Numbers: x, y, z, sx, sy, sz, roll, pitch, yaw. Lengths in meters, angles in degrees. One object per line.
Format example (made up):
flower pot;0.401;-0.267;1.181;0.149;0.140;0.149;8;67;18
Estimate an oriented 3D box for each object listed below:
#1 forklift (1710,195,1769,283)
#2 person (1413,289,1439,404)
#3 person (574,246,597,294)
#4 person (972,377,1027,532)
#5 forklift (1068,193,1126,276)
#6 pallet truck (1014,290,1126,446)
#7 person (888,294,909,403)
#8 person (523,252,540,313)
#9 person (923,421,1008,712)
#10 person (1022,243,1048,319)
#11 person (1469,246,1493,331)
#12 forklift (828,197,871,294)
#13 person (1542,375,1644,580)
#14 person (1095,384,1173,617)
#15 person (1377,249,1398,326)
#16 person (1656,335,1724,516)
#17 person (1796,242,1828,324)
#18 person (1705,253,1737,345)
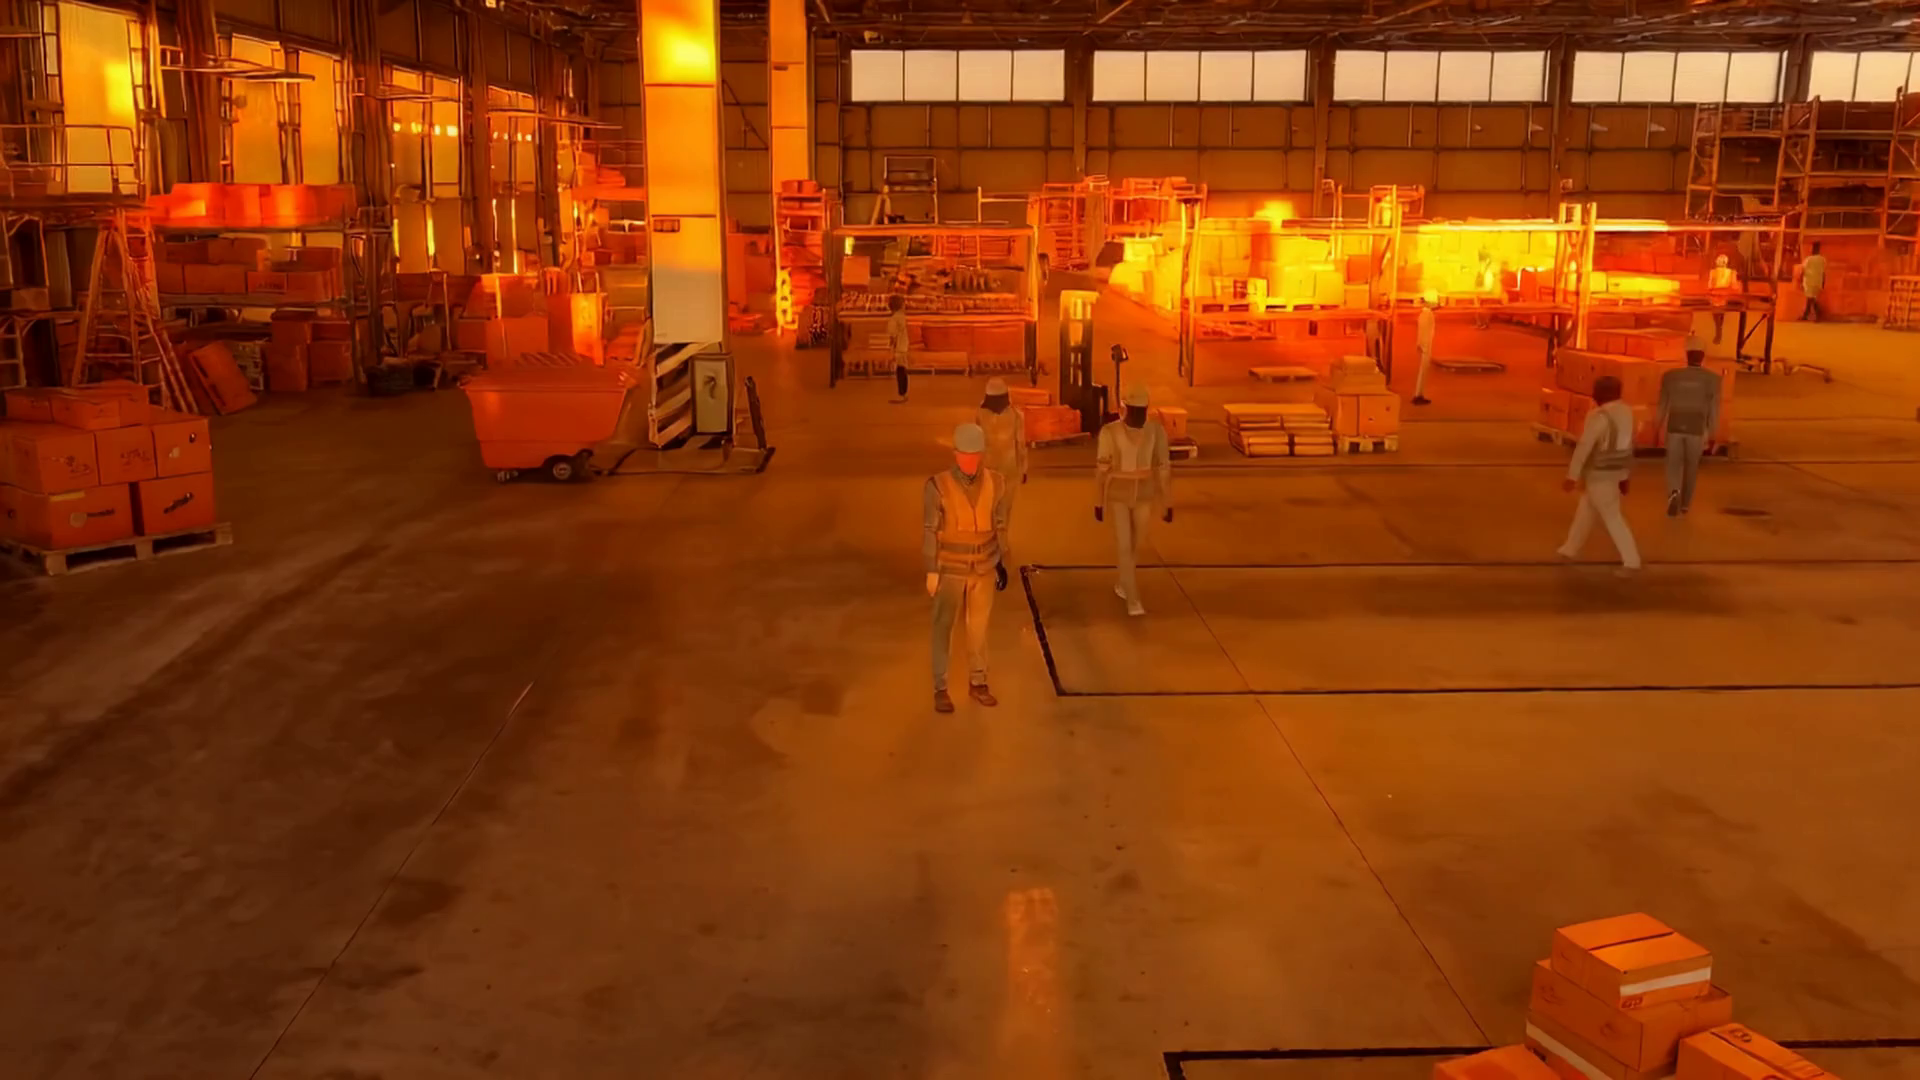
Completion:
forklift;25.270;-9.709;53.555;1.873;2.768;1.129;6;14;25
person;7.226;-2.998;25.798;0.329;1.765;0.526;5;13;22
person;-8.623;-5.823;38.268;0.547;1.897;0.817;-6;14;-24
person;0.355;-0.675;15.442;0.492;1.708;0.865;-1;13;-4
forklift;4.716;-10.448;56.892;1.873;2.768;1.129;0;12;-2
pallet truck;1.257;-2.299;22.111;1.885;1.965;0.823;-9;15;-35
person;-0.962;-2.968;25.826;0.319;1.692;0.533;2;13;8
person;-10.460;-6.209;40.606;0.517;1.632;0.311;10;16;39
person;0.048;0.170;11.074;0.605;1.948;0.406;-5;14;-22
person;1.801;-6.250;40.107;0.641;1.923;0.430;2;13;9
person;11.797;-5.665;37.490;0.389;1.918;0.590;-2;13;-7
forklift;-3.562;-8.625;48.665;1.873;2.768;1.129;0;12;-2
person;5.729;-0.567;14.799;0.617;1.788;1.007;-12;17;-44
person;1.434;-0.343;13.568;0.607;1.866;0.999;-3;13;-14
person;9.908;-5.886;38.666;0.505;1.840;0.344;4;13;16
person;7.529;-1.162;17.190;0.599;1.904;0.692;5;14;23
person;20.234;-6.093;39.406;0.612;1.930;0.974;-2;13;-8
person;15.803;-5.015;34.627;0.562;1.879;0.987;9;15;36
